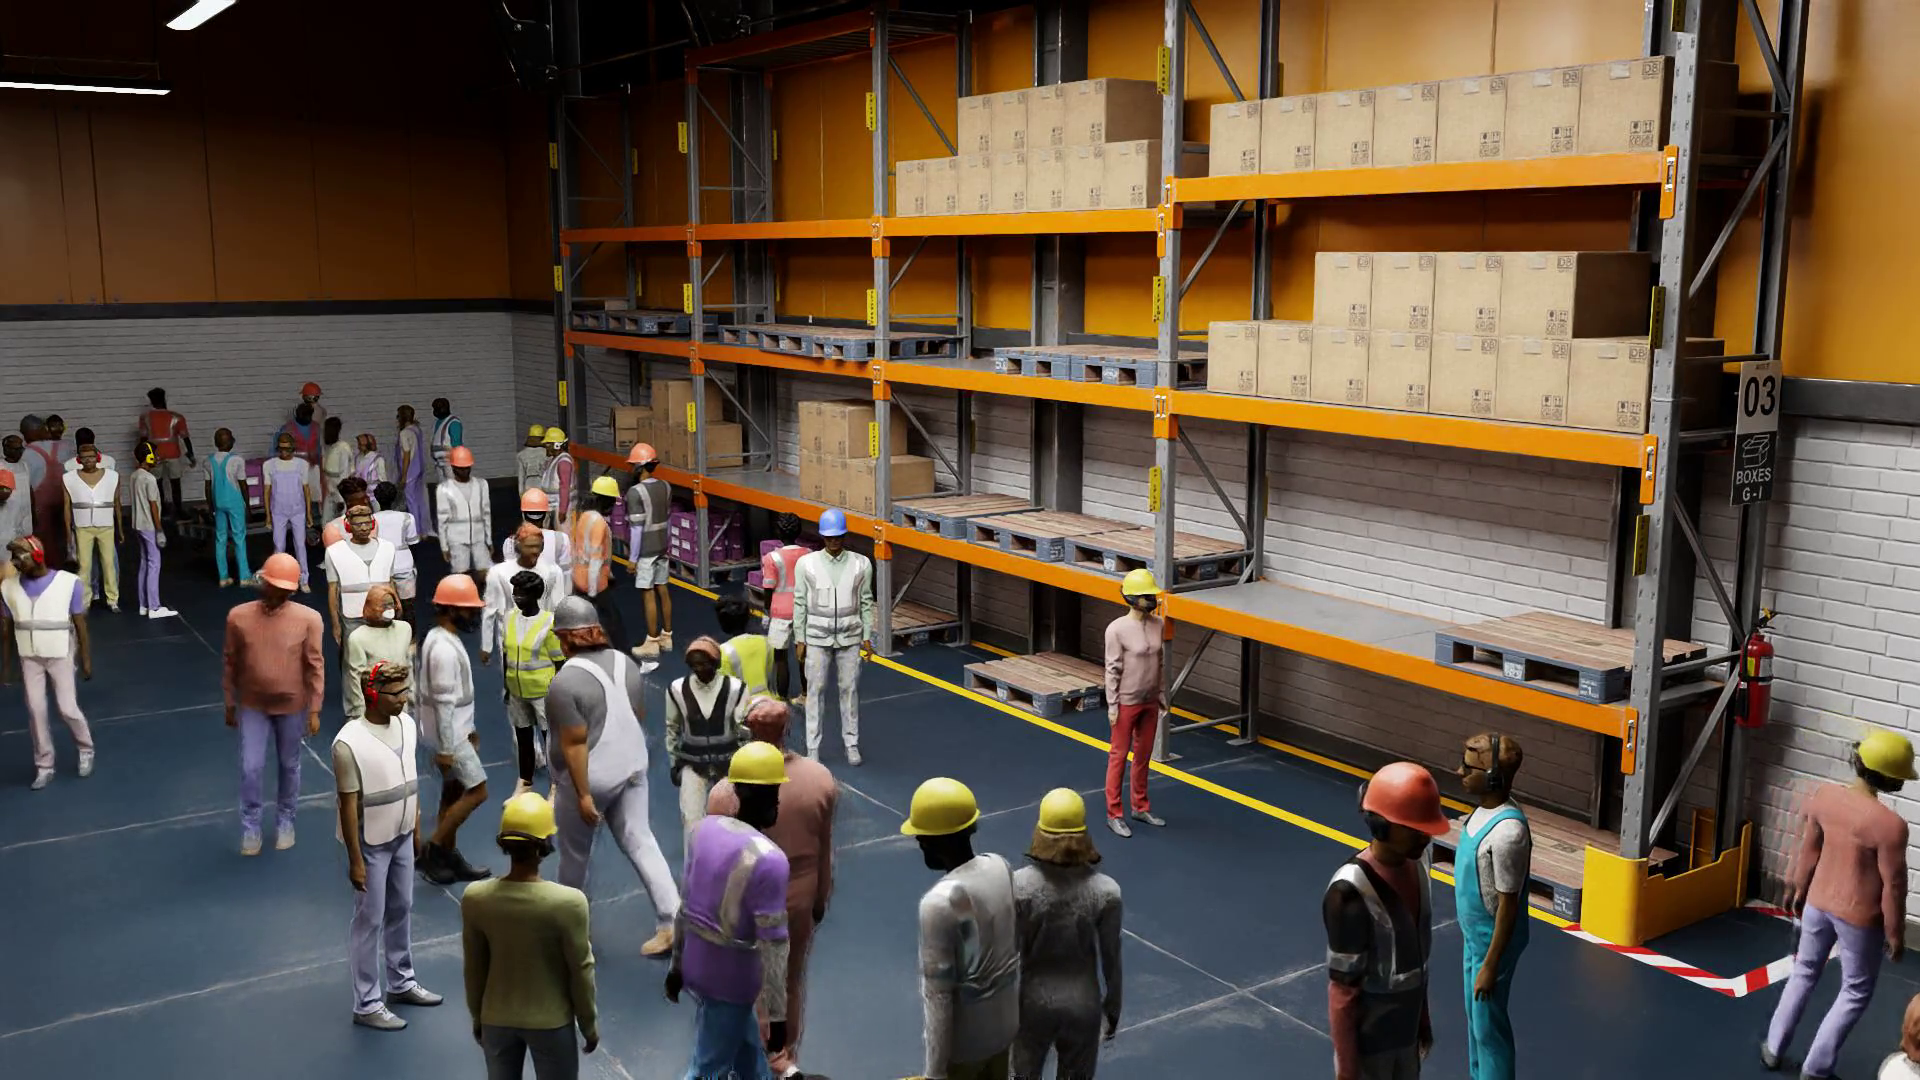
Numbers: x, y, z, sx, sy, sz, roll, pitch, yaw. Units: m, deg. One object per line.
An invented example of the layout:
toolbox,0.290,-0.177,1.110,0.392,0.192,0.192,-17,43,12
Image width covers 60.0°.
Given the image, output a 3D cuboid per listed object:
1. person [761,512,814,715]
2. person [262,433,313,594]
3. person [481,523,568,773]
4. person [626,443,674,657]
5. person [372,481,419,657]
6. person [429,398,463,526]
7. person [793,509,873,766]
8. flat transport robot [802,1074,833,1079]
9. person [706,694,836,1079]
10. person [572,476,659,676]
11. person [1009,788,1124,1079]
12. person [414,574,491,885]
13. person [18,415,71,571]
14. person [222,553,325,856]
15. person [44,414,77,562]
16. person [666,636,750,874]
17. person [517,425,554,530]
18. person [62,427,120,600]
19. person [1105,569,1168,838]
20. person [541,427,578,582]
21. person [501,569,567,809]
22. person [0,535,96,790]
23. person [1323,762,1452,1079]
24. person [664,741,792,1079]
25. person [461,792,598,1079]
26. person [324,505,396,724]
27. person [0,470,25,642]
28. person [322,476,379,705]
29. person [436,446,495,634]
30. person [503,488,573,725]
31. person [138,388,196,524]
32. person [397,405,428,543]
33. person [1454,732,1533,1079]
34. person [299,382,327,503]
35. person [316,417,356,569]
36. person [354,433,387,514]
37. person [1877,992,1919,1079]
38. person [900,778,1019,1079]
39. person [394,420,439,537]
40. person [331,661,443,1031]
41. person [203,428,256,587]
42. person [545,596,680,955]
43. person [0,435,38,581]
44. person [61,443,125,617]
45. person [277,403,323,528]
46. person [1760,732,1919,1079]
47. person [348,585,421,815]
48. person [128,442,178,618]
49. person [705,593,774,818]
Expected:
person,-1.414,0.611,13.875,0.535,1.690,0.319,-8,13,-40
person,-7.564,-0.295,18.740,0.504,1.840,0.345,-4,11,-24
person,-3.184,0.796,12.344,0.596,1.832,0.962,-7,12,-35
person,-2.980,0.097,15.841,0.396,2.044,0.609,4,11,24
person,-5.382,0.289,15.725,0.530,1.697,0.321,-5,11,-26
person,-7.248,-1.092,23.455,0.429,1.832,0.634,-10,14,-44
person,-0.943,0.728,12.417,0.601,1.948,0.387,-2,10,-10
flat transport robot,-0.274,2.542,6.687,0.652,0.197,1.431,-2,10,-13
person,-0.832,1.621,7.369,0.658,1.896,0.615,-7,12,-36
person,-3.256,0.363,14.847,1.029,1.859,0.608,-5,11,-29
person,0.392,1.829,6.591,0.514,1.725,0.389,0,10,1
person,-3.049,1.150,10.028,0.458,1.917,0.538,-4,11,-23
person,-10.708,-0.478,19.223,1.025,2.000,0.696,3,10,19
person,-4.348,1.040,10.565,0.649,1.954,0.577,-2,10,-10
person,-11.129,-0.623,20.576,0.329,1.872,0.510,7,12,35
person,-1.461,1.361,9.725,0.508,1.598,0.819,-1,10,-6
person,-5.240,-0.569,20.670,0.489,1.730,0.324,1,10,6
person,-9.642,-0.292,18.490,0.392,1.919,0.590,6,11,31
person,1.170,1.061,10.981,0.533,1.772,0.296,-8,12,-39
person,-4.683,-0.408,19.461,0.403,1.827,0.595,-4,10,-22
person,-2.921,1.031,11.384,0.530,1.693,0.321,4,11,24
person,-6.578,0.866,11.977,0.604,1.818,0.490,-1,10,-3
person,1.554,1.775,6.039,0.411,2.032,0.613,9,13,41
person,-0.884,1.749,6.703,1.027,1.851,0.682,-8,12,-39
person,-1.652,1.842,6.443,0.533,1.759,0.343,2,10,10
person,-4.762,0.630,13.290,0.566,1.846,0.389,-9,13,-43
person,-9.564,0.149,16.501,0.639,1.710,0.570,6,11,31
person,-5.102,0.430,14.111,0.367,1.966,0.606,3,10,17
person,-4.978,0.001,16.766,0.569,1.917,0.422,-7,12,-36
person,-3.428,0.543,13.536,0.545,1.938,0.358,-5,11,-26
person,-11.375,-1.218,23.896,0.701,1.921,0.774,-4,10,-21
person,-7.318,-0.880,22.159,0.330,1.842,0.520,1,10,7
person,2.206,1.702,7.003,0.346,1.846,0.506,1,10,8
person,-9.332,-1.284,24.085,0.376,1.997,0.612,-1,10,-5
person,-7.535,-0.554,20.139,0.632,1.880,0.622,8,12,39
person,-7.287,-0.505,20.565,0.514,1.637,0.314,5,11,28
person,2.877,2.140,5.061,0.493,1.621,0.538,1,10,7
person,0.009,1.809,6.189,0.433,1.912,0.655,5,11,29
person,-7.488,-0.838,22.608,0.742,1.617,0.516,3,10,19
person,-2.872,1.495,8.250,0.394,1.836,0.560,3,10,16
person,-8.415,-0.368,19.152,0.506,1.847,0.343,0,10,3
person,-1.907,1.242,9.126,1.072,2.000,0.692,7,12,35
person,-10.522,-0.259,18.542,0.349,1.839,0.503,4,11,24
person,-9.192,-0.116,17.671,0.565,1.845,0.387,-6,11,-31
person,-9.281,-1.038,23.354,1.041,1.775,0.671,9,13,42
person,3.988,1.668,7.551,0.348,1.719,0.687,-3,10,-19
person,-3.855,1.099,11.158,0.266,1.631,0.507,6,11,32
person,-8.562,-0.105,17.576,0.514,1.860,0.328,8,13,41
person,-1.453,1.149,10.773,0.862,1.649,0.559,8,13,39
